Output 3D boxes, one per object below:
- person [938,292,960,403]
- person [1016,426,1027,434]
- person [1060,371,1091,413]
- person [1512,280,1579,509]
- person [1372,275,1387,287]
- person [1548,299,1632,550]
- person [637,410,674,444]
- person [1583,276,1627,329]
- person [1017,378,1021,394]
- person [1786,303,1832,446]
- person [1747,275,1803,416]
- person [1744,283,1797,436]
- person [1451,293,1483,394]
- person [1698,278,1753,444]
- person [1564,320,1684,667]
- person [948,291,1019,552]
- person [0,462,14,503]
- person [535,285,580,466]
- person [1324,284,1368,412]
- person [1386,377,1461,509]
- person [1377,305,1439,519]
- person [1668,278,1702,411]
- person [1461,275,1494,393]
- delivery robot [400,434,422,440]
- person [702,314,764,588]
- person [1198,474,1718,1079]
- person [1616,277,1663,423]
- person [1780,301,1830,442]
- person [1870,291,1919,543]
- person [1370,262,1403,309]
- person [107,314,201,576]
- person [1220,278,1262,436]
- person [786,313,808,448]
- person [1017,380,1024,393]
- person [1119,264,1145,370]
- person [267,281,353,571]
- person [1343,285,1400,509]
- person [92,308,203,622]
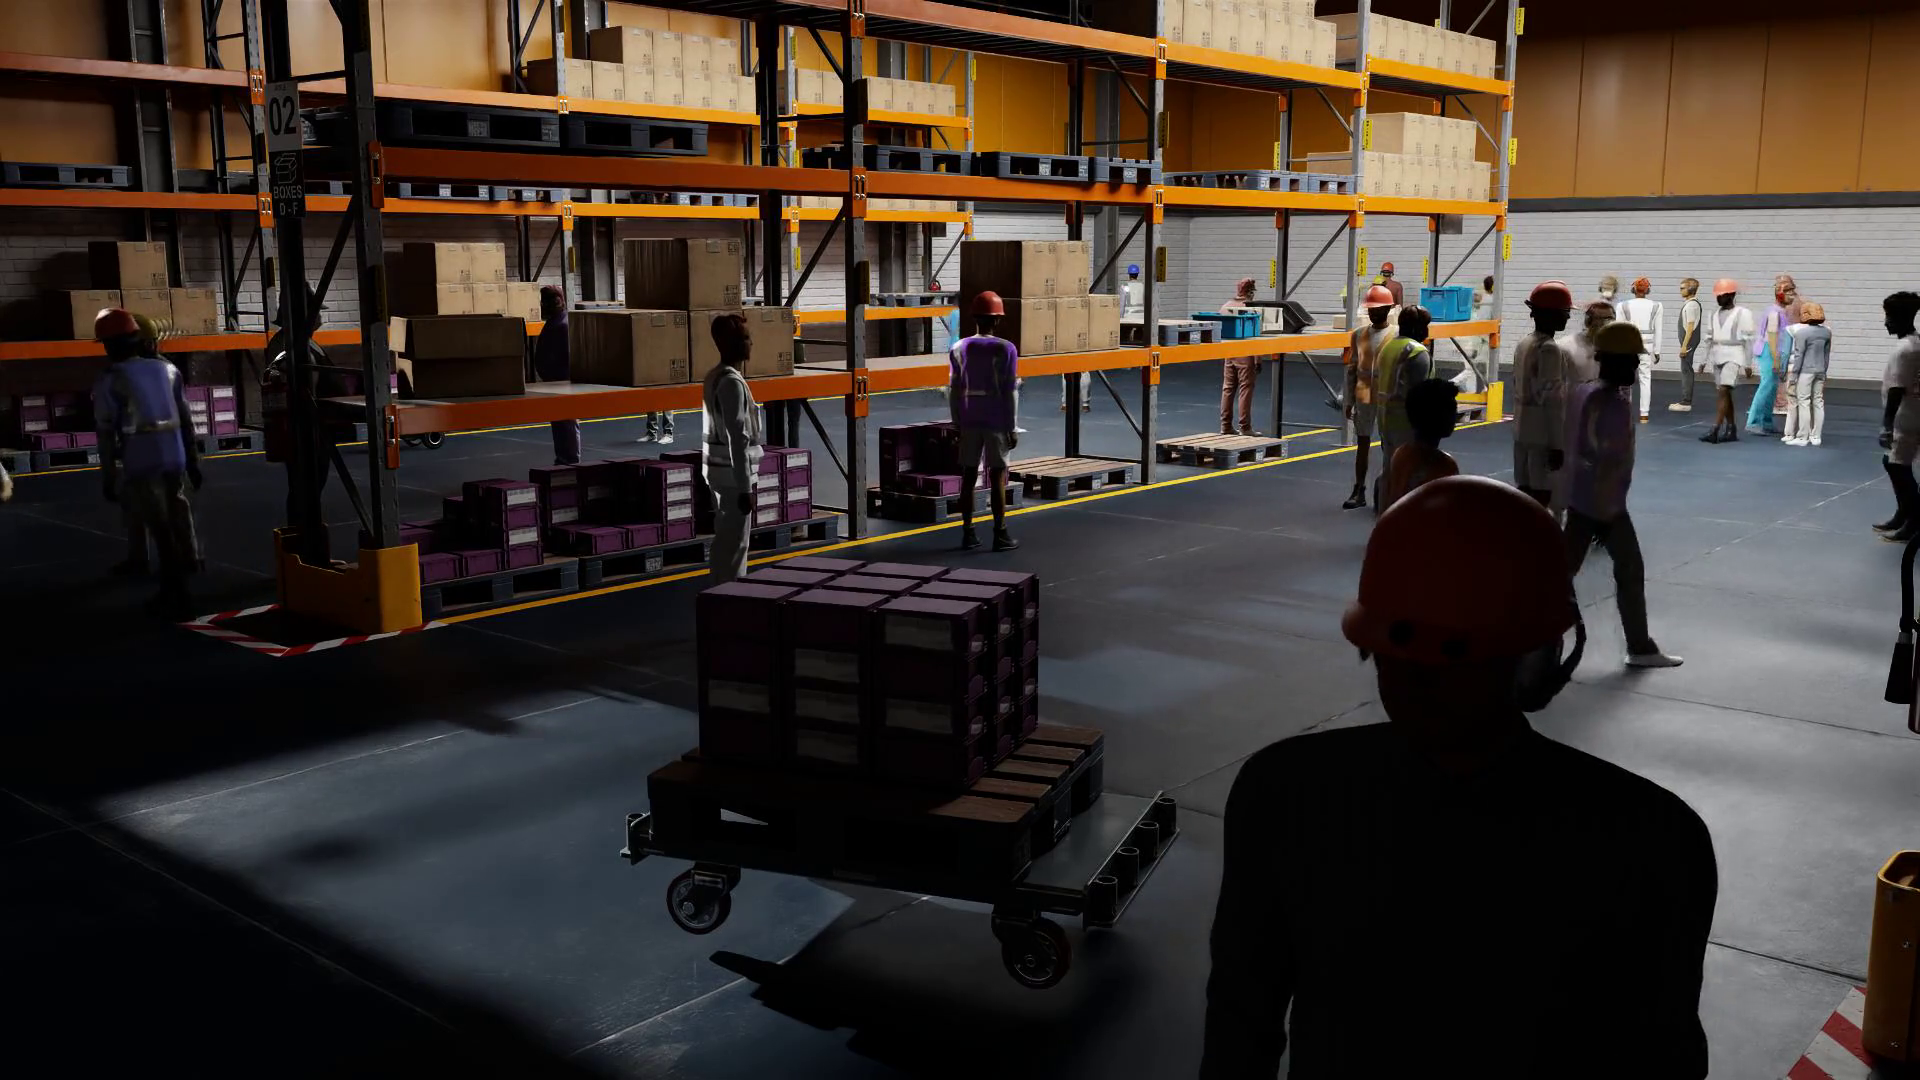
[{"bbox_3d":[-0.011,-2.725,23.632,0.439,1.679,0.543,-7,12,-33],"label":"person"},{"bbox_3d":[0.557,-2.223,20.271,0.335,1.864,0.517,-9,14,-42],"label":"person"},{"bbox_3d":[1.574,-2.708,22.817,0.627,1.940,0.371,-1,10,-4],"label":"person"},{"bbox_3d":[3.857,-0.689,11.021,0.370,2.044,0.608,0,10,-2],"label":"person"},{"bbox_3d":[7.548,-3.888,30.027,0.312,1.768,0.522,10,14,44],"label":"person"},{"bbox_3d":[4.782,-0.893,12.661,0.645,1.878,0.829,1,10,5],"label":"person"},{"bbox_3d":[-3.531,-1.984,19.240,0.493,1.746,0.283,6,12,32],"label":"person"},{"bbox_3d":[8.743,-2.617,22.456,0.646,1.902,0.868,6,12,33],"label":"person"},{"bbox_3d":[0.748,-3.142,25.581,0.588,1.835,0.403,9,13,41],"label":"person"},{"bbox_3d":[9.713,-1.890,19.022,0.501,1.633,0.283,-3,11,-19],"label":"person"},{"bbox_3d":[11.026,-2.612,22.384,0.665,1.900,0.453,-7,12,-36],"label":"person"},{"bbox_3d":[9.814,-2.183,20.106,0.419,1.845,0.768,6,12,31],"label":"person"},{"bbox_3d":[7.253,-2.735,23.871,0.619,1.623,0.524,0,10,0],"label":"person"},{"bbox_3d":[8.777,-2.057,19.227,0.894,1.895,0.548,-5,11,-26],"label":"person"},{"bbox_3d":[3.412,-0.241,8.944,0.964,1.886,0.598,0,10,0],"label":"person"},{"bbox_3d":[0.188,-0.878,12.397,0.547,1.938,0.378,4,11,24],"label":"person"},{"bbox_3d":[-8.637,-1.178,14.419,0.679,1.828,0.508,3,10,18],"label":"person"},{"bbox_3d":[-3.883,-1.497,16.034,0.409,1.903,0.638,-6,12,-31],"label":"person"},{"bbox_3d":[5.433,-2.659,23.053,0.977,1.761,0.605,-4,11,-21],"label":"person"},{"bbox_3d":[2.043,0.129,7.365,0.320,1.700,0.541,-1,10,-7],"label":"person"},{"bbox_3d":[3.354,-0.838,12.480,0.429,1.836,0.630,-2,10,-10],"label":"person"},{"bbox_3d":[10.084,-2.707,23.085,0.345,1.844,0.506,5,11,26],"label":"person"},{"bbox_3d":[8.089,-3.174,25.805,0.507,1.837,0.779,10,14,44],"label":"person"},{"bbox_3d":[-6.228,-1.325,18.614,0.477,0.478,0.707,9,13,41],"label":"delivery robot"},{"bbox_3d":[-1.285,-0.340,9.489,0.353,1.884,0.578,-4,11,-20],"label":"person"},{"bbox_3d":[0.602,0.899,2.124,0.617,1.990,0.393,4,11,21],"label":"person"},{"bbox_3d":[8.744,-2.448,21.490,0.587,1.882,0.341,2,10,13],"label":"person"},{"bbox_3d":[9.788,-1.938,19.289,0.515,1.638,0.315,3,10,15],"label":"person"},{"bbox_3d":[7.185,-0.922,12.661,0.478,1.932,0.660,8,13,40],"label":"person"},{"bbox_3d":[7.865,-4.123,30.715,0.609,1.995,0.375,3,10,14],"label":"person"},{"bbox_3d":[-5.573,-0.624,11.315,0.710,1.804,0.616,-9,14,-43],"label":"person"},{"bbox_3d":[3.406,-2.188,19.975,0.403,1.900,0.637,-8,13,-39],"label":"person"},{"bbox_3d":[-1.772,-1.537,17.018,0.500,1.633,0.282,5,11,27],"label":"person"},{"bbox_3d":[0.472,-3.031,24.580,0.897,1.991,0.647,2,10,10],"label":"person"},{"bbox_3d":[3.214,-4.127,30.865,0.605,1.948,0.402,-3,10,-16],"label":"person"},{"bbox_3d":[-4.409,-0.744,11.344,0.537,2.000,0.683,-3,10,-15],"label":"person"},{"bbox_3d":[3.572,-1.209,14.285,0.551,1.934,0.372,7,12,34],"label":"person"},{"bbox_3d":[-4.946,-0.451,10.077,0.717,1.896,0.551,5,11,26],"label":"person"}]
